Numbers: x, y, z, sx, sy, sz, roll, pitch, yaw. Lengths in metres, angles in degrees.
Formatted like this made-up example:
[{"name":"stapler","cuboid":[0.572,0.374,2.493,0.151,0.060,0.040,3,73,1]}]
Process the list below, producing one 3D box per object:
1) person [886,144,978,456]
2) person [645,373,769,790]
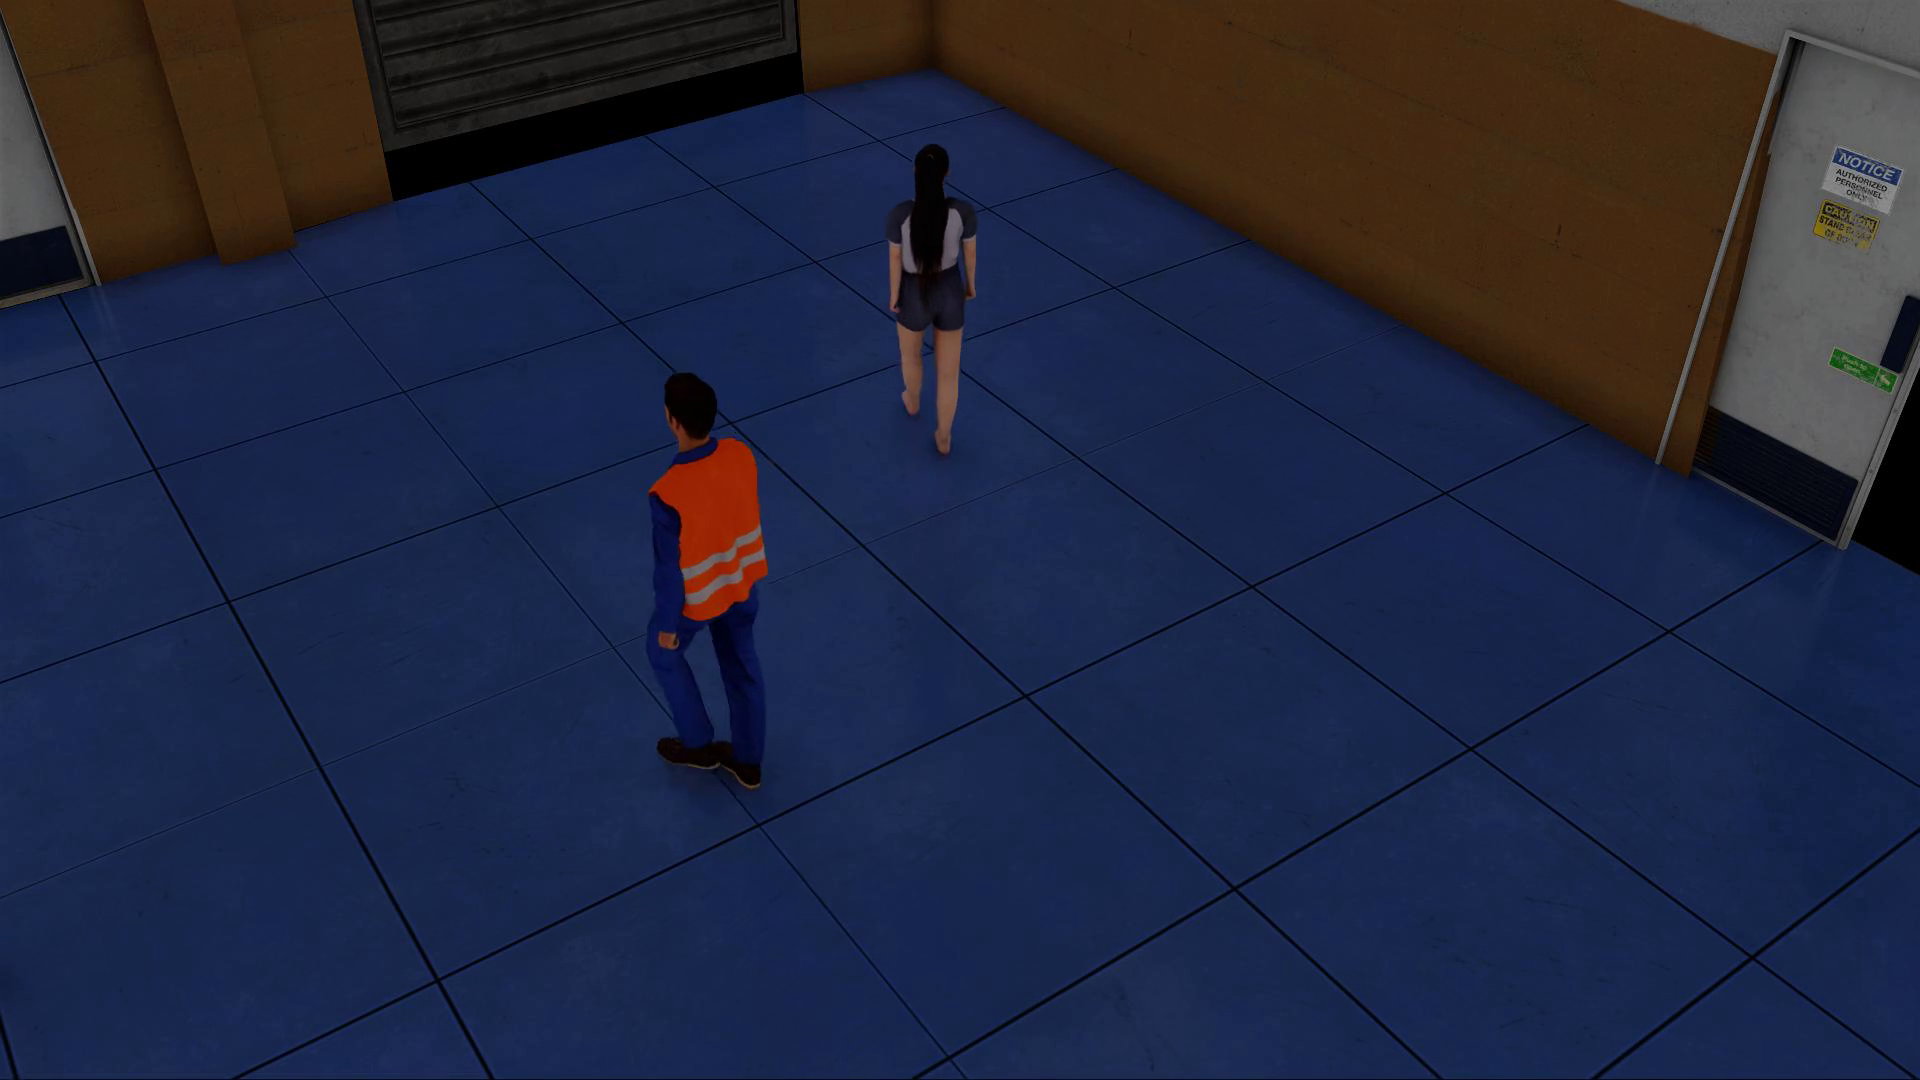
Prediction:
[{"name":"person","cuboid":[-0.131,-1.149,8.321,0.890,1.629,0.897,-3,37,-4]},{"name":"person","cuboid":[-0.885,0.236,6.291,0.883,1.851,0.756,26,44,30]}]
